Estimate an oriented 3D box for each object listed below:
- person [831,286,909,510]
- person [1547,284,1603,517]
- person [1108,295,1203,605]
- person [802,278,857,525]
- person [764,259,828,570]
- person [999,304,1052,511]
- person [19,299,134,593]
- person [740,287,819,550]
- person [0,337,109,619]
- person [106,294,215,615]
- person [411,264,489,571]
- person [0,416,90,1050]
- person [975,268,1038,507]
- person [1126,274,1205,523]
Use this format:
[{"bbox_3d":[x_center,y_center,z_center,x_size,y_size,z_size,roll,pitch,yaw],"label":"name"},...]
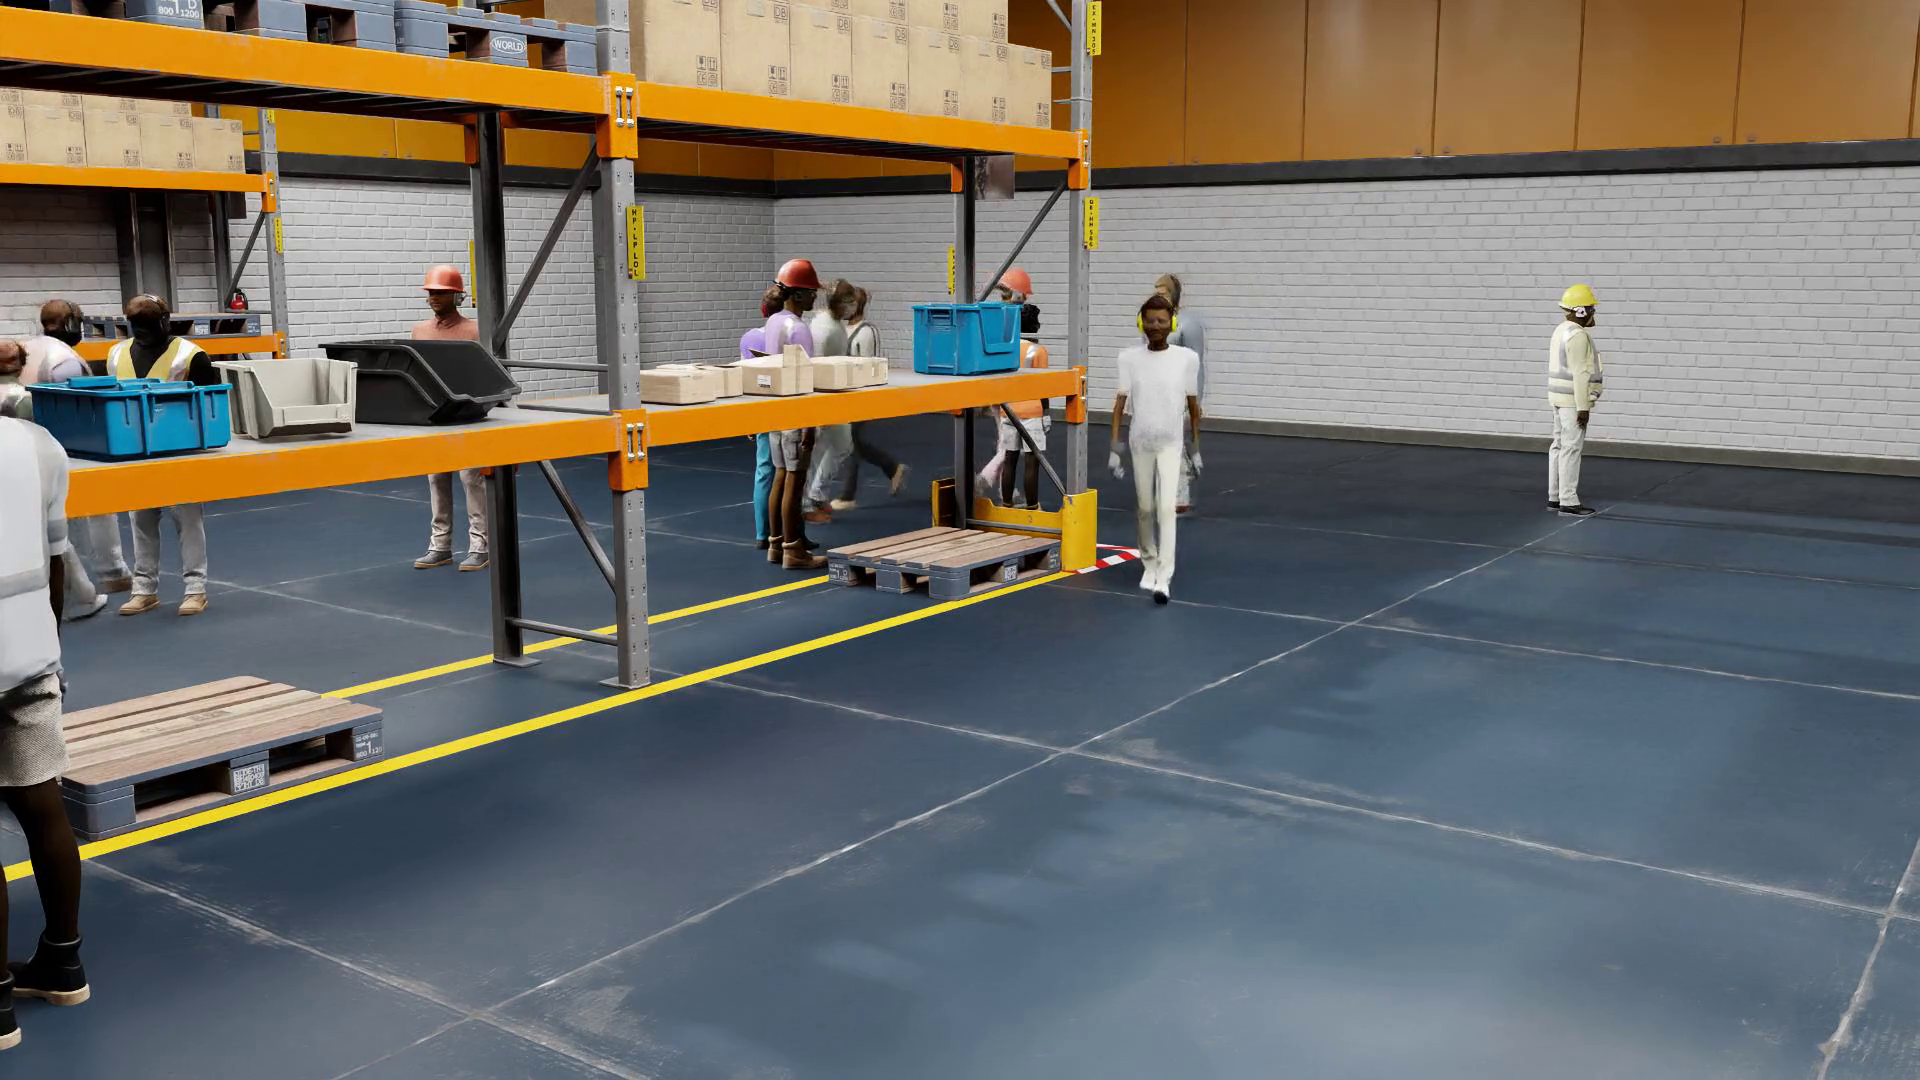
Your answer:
[{"bbox_3d":[-0.777,-1.151,13.554,0.708,1.829,0.523,-3,10,-16],"label":"person"},{"bbox_3d":[4.890,-1.105,13.228,0.404,1.837,0.590,0,10,3],"label":"person"},{"bbox_3d":[1.168,-0.544,9.947,0.554,1.814,0.993,2,10,12],"label":"person"},{"bbox_3d":[-1.045,-1.034,12.666,0.584,1.888,0.657,1,10,6],"label":"person"},{"bbox_3d":[-1.073,-0.811,10.911,0.397,2.039,0.607,-4,10,-25],"label":"person"},{"bbox_3d":[0.497,-0.955,12.742,0.320,1.698,0.531,-9,13,-42],"label":"person"},{"bbox_3d":[-5.423,-0.539,9.976,0.621,1.808,0.834,8,13,40],"label":"person"},{"bbox_3d":[-1.262,-0.833,11.584,0.570,1.842,0.379,4,10,24],"label":"person"},{"bbox_3d":[-5.185,-0.319,9.258,0.520,1.603,0.664,5,11,26],"label":"person"},{"bbox_3d":[-4.579,-0.479,9.507,0.621,1.838,0.429,0,10,1],"label":"person"},{"bbox_3d":[-3.335,-0.792,10.883,0.615,1.997,0.373,3,10,17],"label":"person"},{"bbox_3d":[-2.549,0.332,4.286,0.368,1.965,0.603,2,10,13],"label":"person"},{"bbox_3d":[0.349,-1.187,13.306,0.753,1.964,0.622,-8,12,-40],"label":"person"},{"bbox_3d":[1.548,-1.092,12.941,0.755,1.910,0.650,-5,11,-26],"label":"person"}]
